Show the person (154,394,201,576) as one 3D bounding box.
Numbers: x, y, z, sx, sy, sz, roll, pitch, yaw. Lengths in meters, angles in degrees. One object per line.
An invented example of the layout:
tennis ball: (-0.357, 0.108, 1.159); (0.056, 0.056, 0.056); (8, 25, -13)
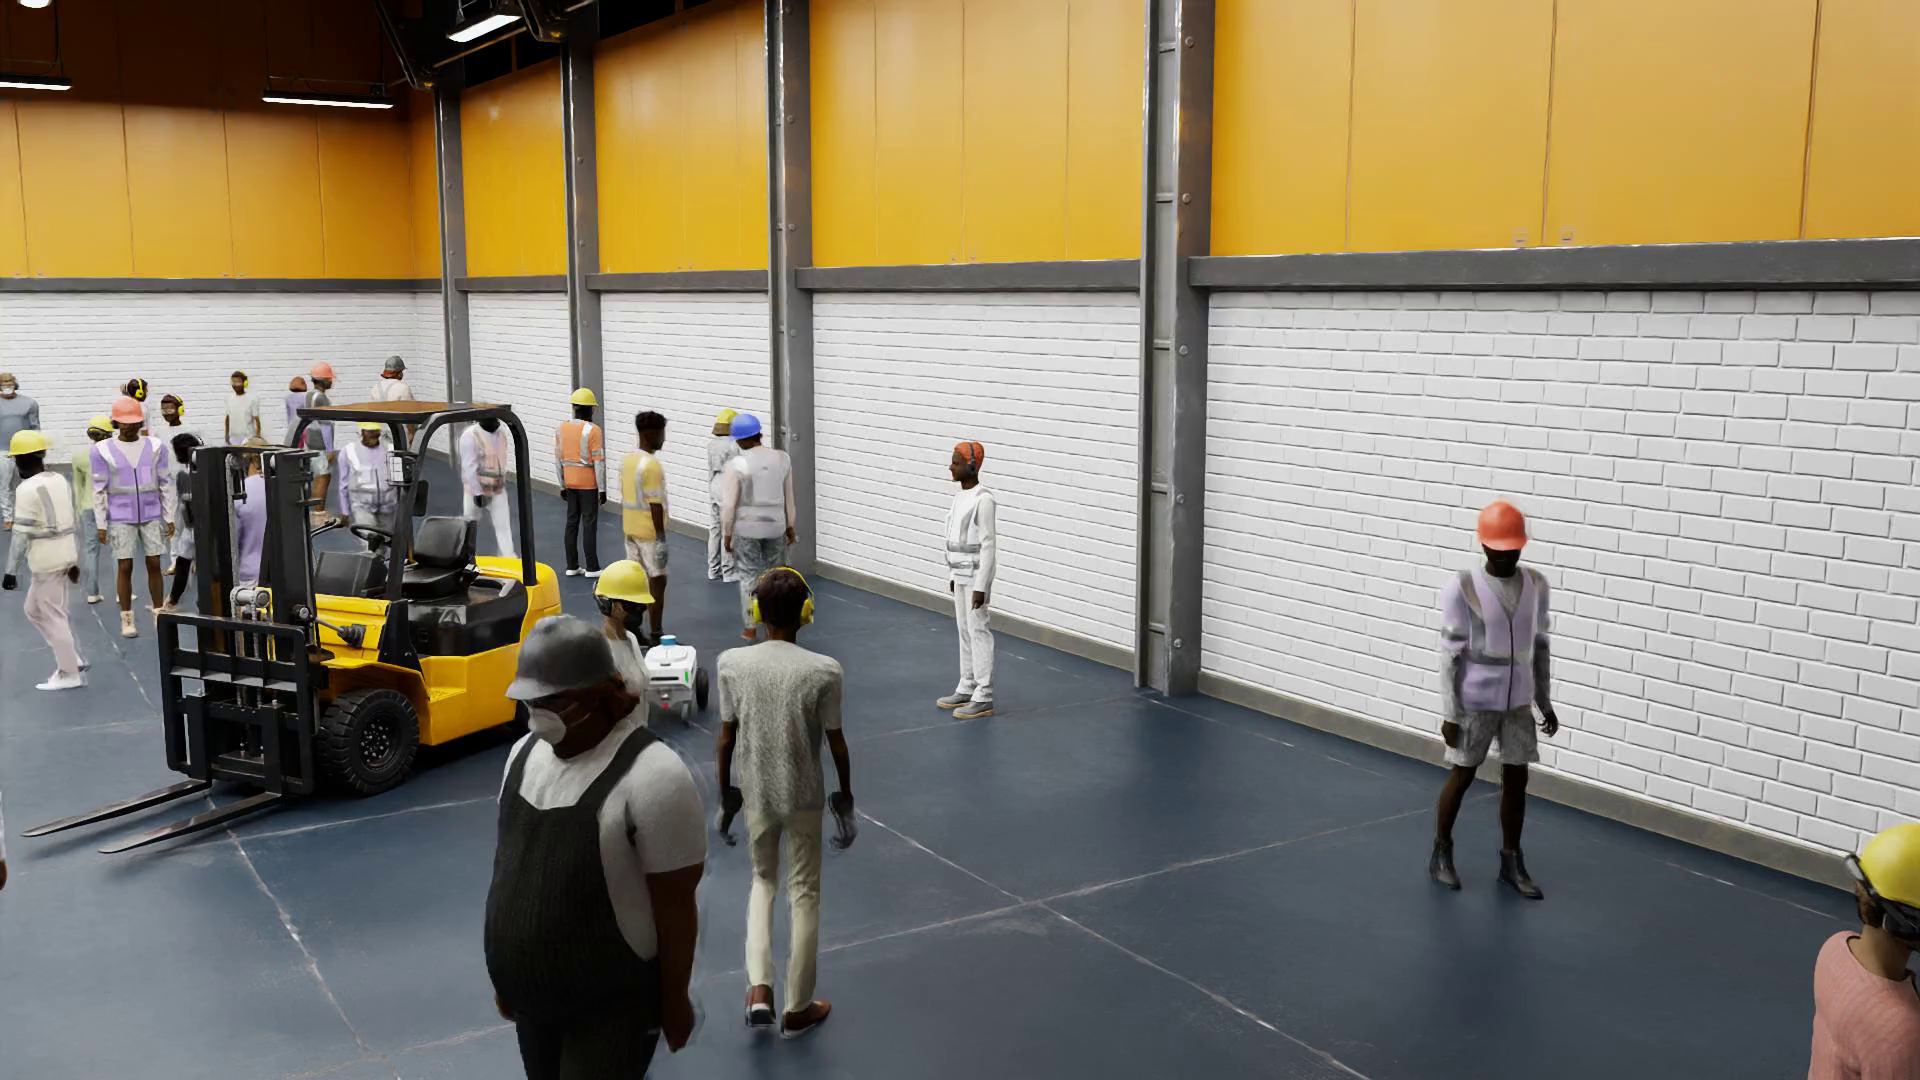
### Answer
person: (-7.960, -0.557, 16.975); (0.511, 1.862, 0.325); (1, 8, 5)

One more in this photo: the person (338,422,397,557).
person: (-5.564, -0.348, 15.766); (0.600, 1.803, 0.873); (-6, 10, -34)

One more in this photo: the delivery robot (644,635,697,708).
delivery robot: (-1.974, 0.890, 11.272); (0.477, 0.478, 0.707); (-1, 8, -5)

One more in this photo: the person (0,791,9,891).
person: (-3.523, 1.090, 5.677); (0.424, 1.924, 0.560); (5, 10, 28)

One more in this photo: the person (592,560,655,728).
person: (-1.438, 0.958, 7.081); (0.329, 1.765, 0.526); (0, 8, 2)

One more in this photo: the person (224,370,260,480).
person: (-9.631, -1.351, 22.336); (0.549, 1.854, 0.473); (1, 9, 10)

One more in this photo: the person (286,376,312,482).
person: (-10.003, -1.677, 25.286); (0.546, 1.627, 0.346); (4, 9, 27)

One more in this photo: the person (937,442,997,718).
person: (0.065, 0.267, 11.333); (0.353, 1.883, 0.572); (-3, 9, -19)

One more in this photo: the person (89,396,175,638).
person: (-6.908, -0.188, 13.927); (0.611, 2.030, 0.410); (-7, 11, -38)

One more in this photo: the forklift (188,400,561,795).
forklift: (-3.529, 0.258, 10.348); (1.214, 2.155, 2.313); (4, 9, 25)

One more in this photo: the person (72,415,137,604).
person: (-7.946, -0.282, 15.457); (0.517, 1.759, 0.333); (0, 8, -2)

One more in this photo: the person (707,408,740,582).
person: (-2.334, -0.452, 16.685); (0.322, 1.736, 0.488); (-8, 11, -42)

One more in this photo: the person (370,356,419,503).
person: (-7.647, -1.497, 22.693); (0.676, 2.000, 0.536); (5, 10, 28)

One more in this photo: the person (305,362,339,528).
person: (-7.834, -1.168, 20.492); (0.395, 2.042, 0.611); (-6, 10, -36)

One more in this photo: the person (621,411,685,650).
person: (-2.492, -0.054, 13.346); (0.459, 1.958, 0.646); (-6, 10, -35)

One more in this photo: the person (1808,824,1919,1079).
person: (2.019, 1.469, 3.676); (0.339, 1.755, 0.531); (2, 9, 13)

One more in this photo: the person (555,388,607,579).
person: (-3.813, -0.573, 16.847); (0.594, 1.924, 0.382); (5, 10, 29)

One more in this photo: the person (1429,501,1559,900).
person: (2.576, 0.759, 7.983); (0.619, 1.919, 0.526); (-2, 9, -10)

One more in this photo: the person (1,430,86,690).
person: (-6.620, 0.158, 12.016); (0.455, 1.904, 0.584); (-1, 9, -8)

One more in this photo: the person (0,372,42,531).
person: (-11.510, -1.072, 20.219); (0.634, 1.930, 0.384); (-5, 10, -31)

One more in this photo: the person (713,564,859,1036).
person: (-0.667, 1.011, 6.408); (0.566, 1.853, 0.376); (2, 9, 12)

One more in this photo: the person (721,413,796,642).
person: (-1.663, -0.099, 13.694); (0.646, 1.909, 0.444); (-5, 10, -33)

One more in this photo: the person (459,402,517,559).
person: (-4.882, -0.526, 17.037); (0.928, 1.793, 0.637); (6, 10, 33)
